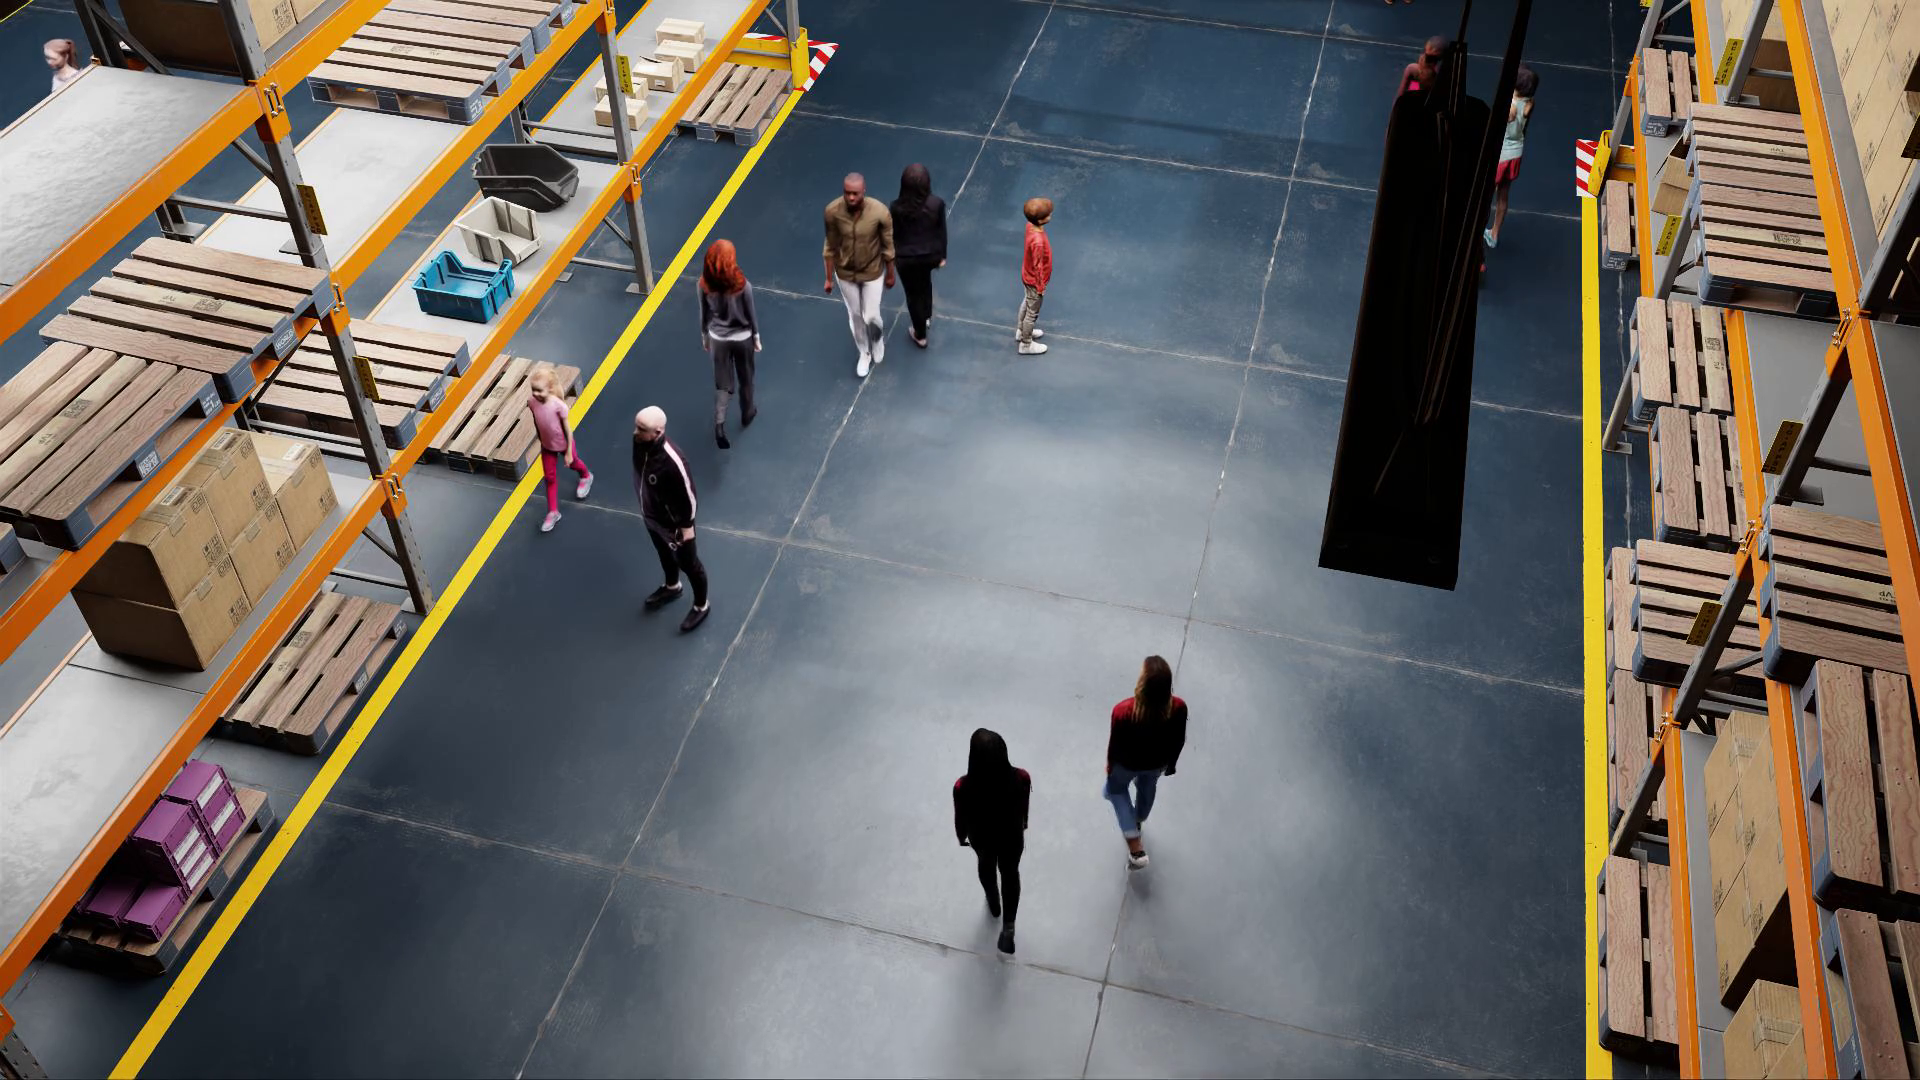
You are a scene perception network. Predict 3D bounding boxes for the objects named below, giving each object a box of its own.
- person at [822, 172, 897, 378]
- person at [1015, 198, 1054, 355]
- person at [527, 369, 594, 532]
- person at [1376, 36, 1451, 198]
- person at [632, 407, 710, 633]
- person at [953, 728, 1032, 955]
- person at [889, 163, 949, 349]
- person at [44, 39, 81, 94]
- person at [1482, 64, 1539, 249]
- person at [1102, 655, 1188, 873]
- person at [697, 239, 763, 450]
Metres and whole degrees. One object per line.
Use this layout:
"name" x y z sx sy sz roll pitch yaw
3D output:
"person" -0.782 -2.160 13.208 0.756 1.808 0.687 5 44 5
"person" 0.598 -2.149 13.483 0.643 1.413 0.526 -5 44 -5
"person" -2.905 -0.745 12.131 0.503 1.245 0.884 9 44 9
"person" 4.029 -3.663 14.865 0.612 1.698 0.598 11 45 11
"person" -1.933 -0.177 11.106 0.765 1.836 0.765 -34 53 -31
"person" 0.215 1.710 9.272 0.782 1.634 0.946 -5 44 -5
"person" -0.313 -2.244 13.449 0.793 1.597 0.841 -18 46 -18
"person" -7.761 -3.676 14.841 0.762 1.751 0.884 32 52 29
"person" 4.703 -3.317 14.448 0.698 1.774 0.745 -17 46 -17
"person" 1.071 1.322 9.689 0.835 1.621 0.981 -8 44 -9
"person" -1.736 -1.424 12.475 0.688 1.753 0.997 5 44 5
